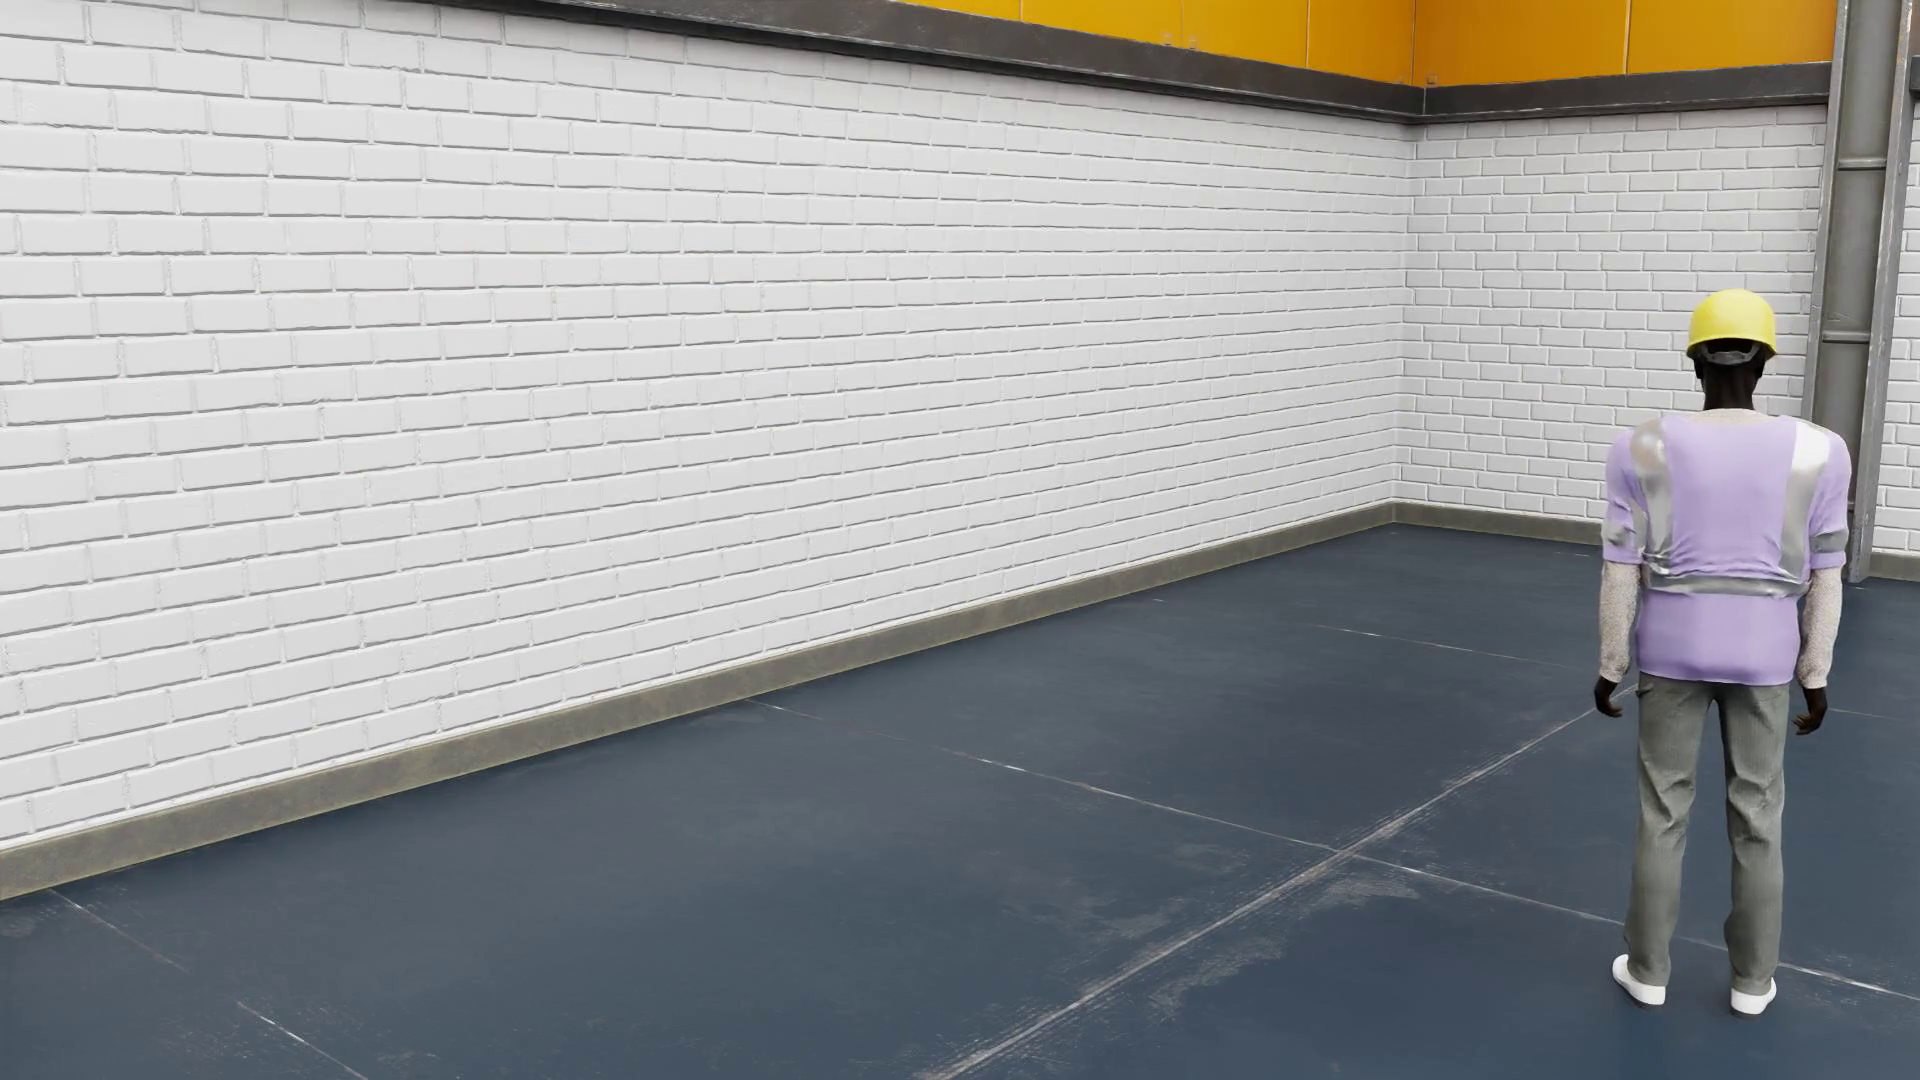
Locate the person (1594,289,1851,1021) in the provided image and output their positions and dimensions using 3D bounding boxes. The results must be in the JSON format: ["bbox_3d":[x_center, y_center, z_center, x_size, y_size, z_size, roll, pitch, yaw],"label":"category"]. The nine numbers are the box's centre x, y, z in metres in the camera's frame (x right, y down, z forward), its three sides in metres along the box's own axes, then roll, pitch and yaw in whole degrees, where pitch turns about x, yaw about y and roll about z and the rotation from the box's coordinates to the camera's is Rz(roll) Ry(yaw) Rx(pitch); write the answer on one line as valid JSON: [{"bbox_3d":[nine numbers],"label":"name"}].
[{"bbox_3d":[1.978,0.308,4.379,0.584,1.917,0.386,3,10,18],"label":"person"}]
